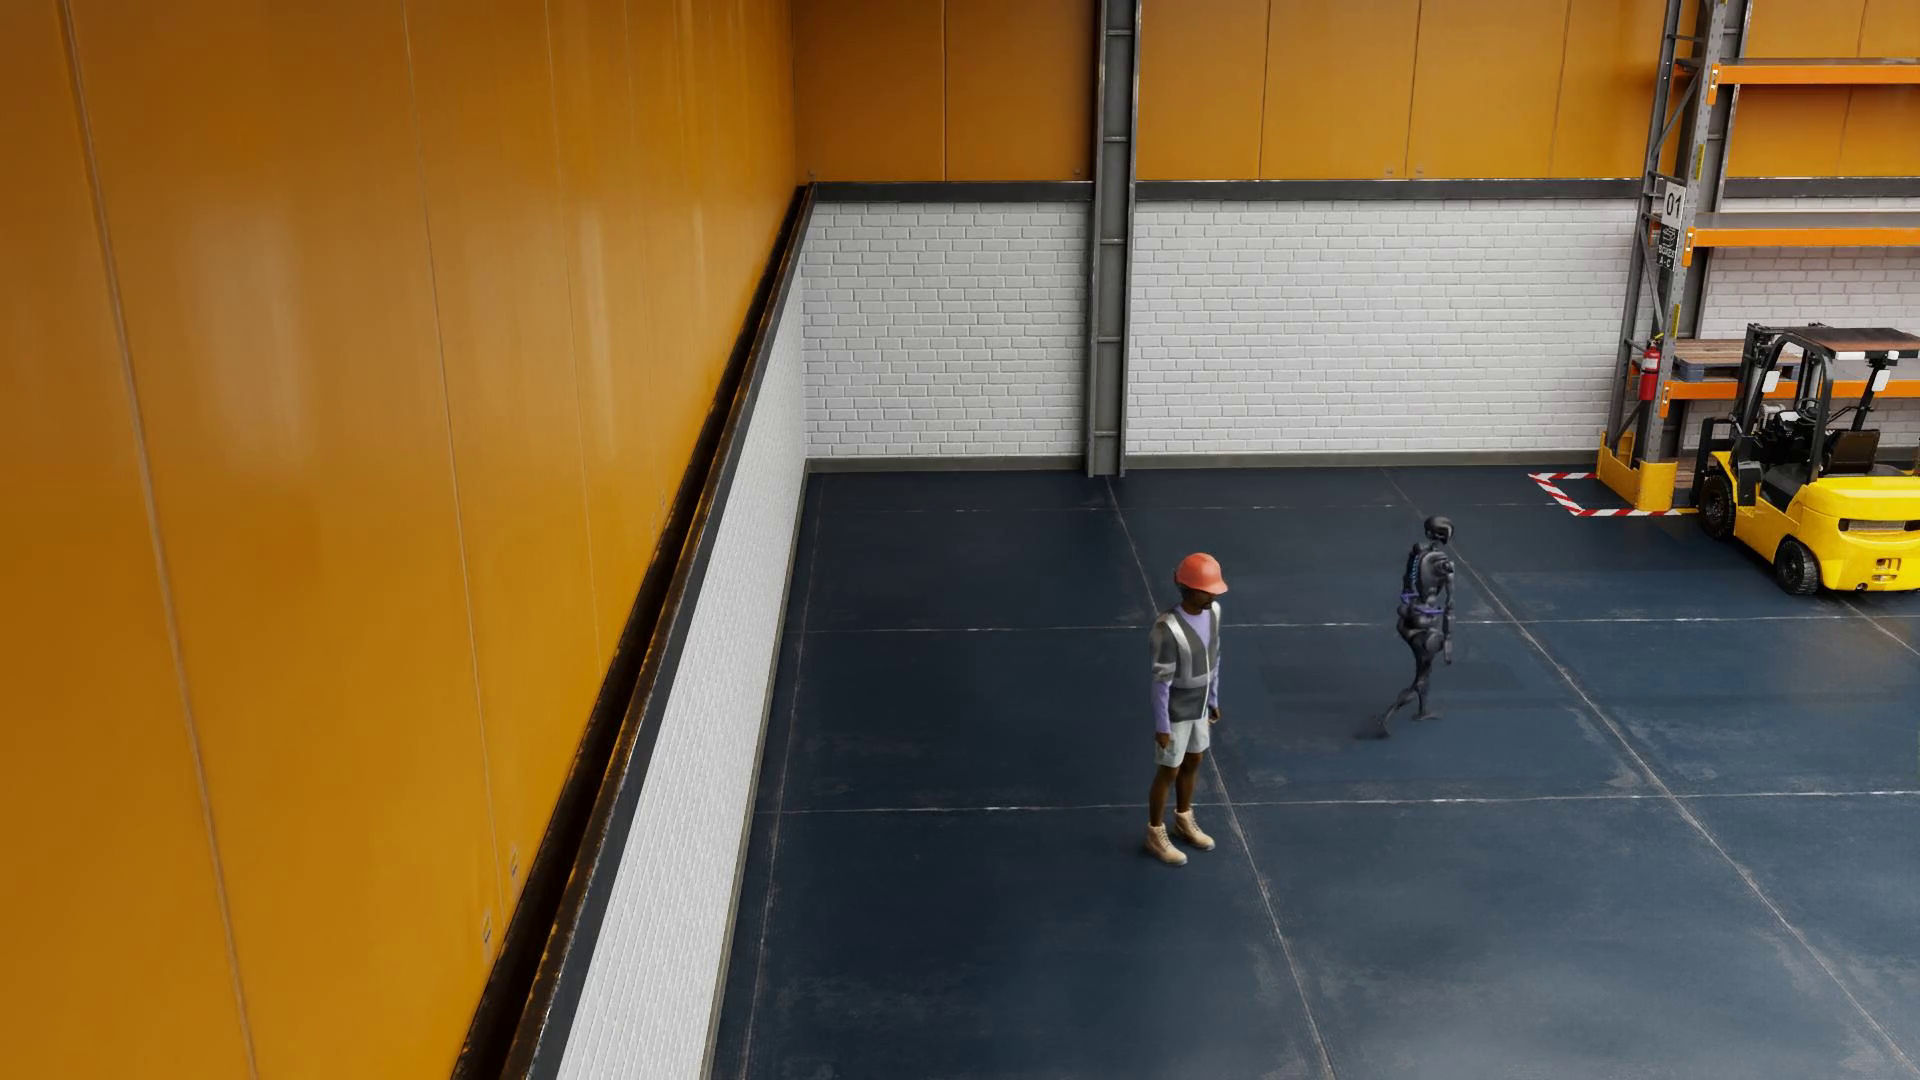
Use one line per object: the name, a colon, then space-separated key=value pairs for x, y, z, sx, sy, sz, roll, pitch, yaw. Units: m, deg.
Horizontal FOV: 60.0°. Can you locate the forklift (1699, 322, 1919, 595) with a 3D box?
forklift: x=7.809 y=-0.792 z=14.926 sx=1.214 sy=2.155 sz=2.313 roll=-1 pitch=20 yaw=-2

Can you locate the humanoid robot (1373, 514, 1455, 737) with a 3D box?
humanoid robot: x=3.271 y=0.597 z=11.937 sx=0.693 sy=1.636 sz=0.612 roll=-7 pitch=21 yaw=-19

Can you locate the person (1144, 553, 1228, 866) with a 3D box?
person: x=1.413 y=1.030 z=10.223 sx=0.409 sy=2.035 sz=0.600 roll=18 pitch=27 yaw=40
